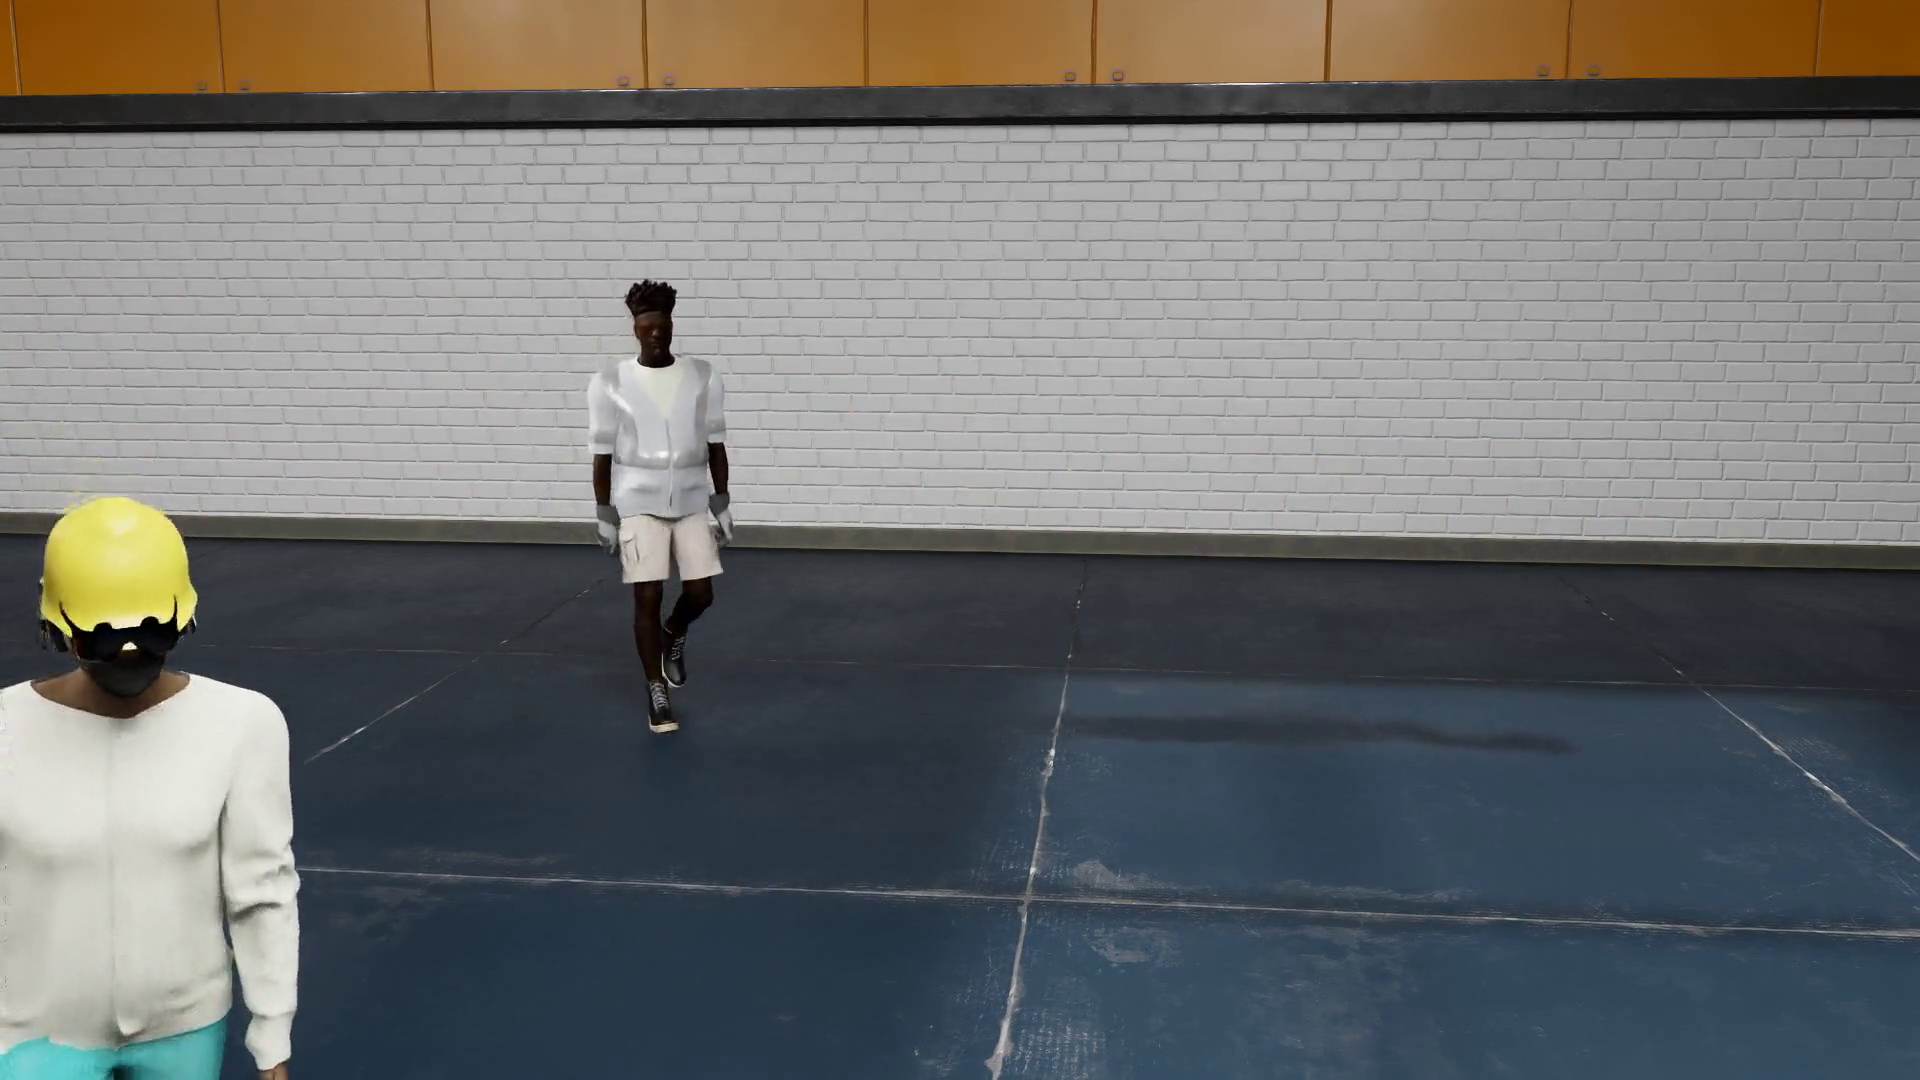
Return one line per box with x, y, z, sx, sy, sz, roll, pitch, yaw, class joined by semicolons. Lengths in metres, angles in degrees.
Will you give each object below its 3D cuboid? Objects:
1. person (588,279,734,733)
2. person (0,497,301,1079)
-1.321;-0.165;7.306;0.622;1.952;0.588;-4;11;-23;person
-1.270;0.788;2.525;0.571;1.703;0.879;-8;13;-37;person
